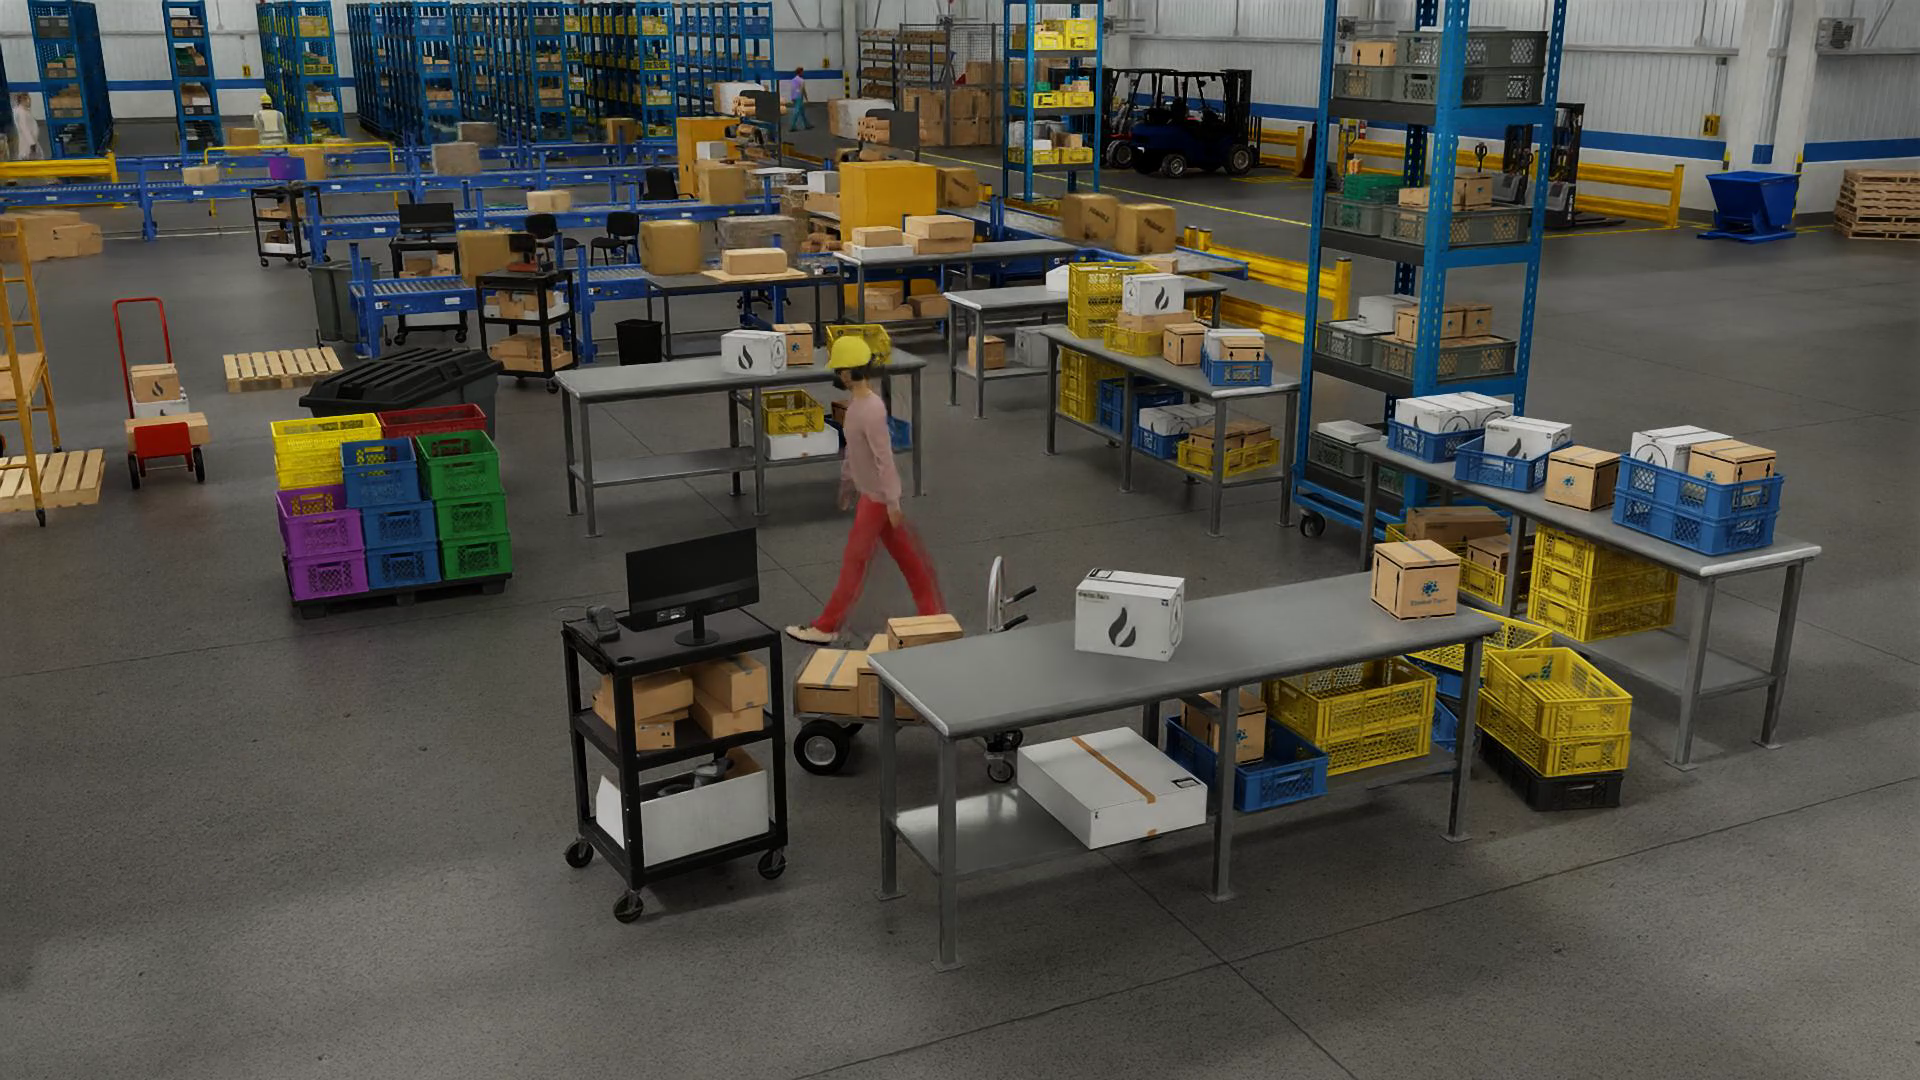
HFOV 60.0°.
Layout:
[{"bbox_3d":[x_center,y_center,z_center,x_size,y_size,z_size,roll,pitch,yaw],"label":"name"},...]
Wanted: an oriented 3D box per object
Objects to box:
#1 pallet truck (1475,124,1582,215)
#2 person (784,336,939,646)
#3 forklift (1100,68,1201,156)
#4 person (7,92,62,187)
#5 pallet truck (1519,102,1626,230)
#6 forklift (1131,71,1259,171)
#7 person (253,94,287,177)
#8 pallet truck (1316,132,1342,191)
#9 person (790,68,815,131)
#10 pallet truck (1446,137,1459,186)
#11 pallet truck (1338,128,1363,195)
[{"bbox_3d":[9.707,-6.455,28.103,1.885,1.965,0.823,-7,19,-20],"label":"pallet truck"},{"bbox_3d":[-0.521,-0.254,9.017,0.916,1.708,0.533,-3,18,-11],"label":"person"},{"bbox_3d":[4.082,-9.564,37.410,2.680,1.987,1.157,-8,19,-23],"label":"forklift"},{"bbox_3d":[-18.418,-7.879,32.840,1.015,1.866,0.649,-6,18,-17],"label":"person"},{"bbox_3d":[9.972,-6.037,26.785,1.885,1.965,0.823,-9,20,-25],"label":"pallet truck"},{"bbox_3d":[4.998,-8.936,35.413,2.680,1.987,1.157,-9,20,-25],"label":"forklift"},{"bbox_3d":[-13.444,-7.757,32.478,0.601,1.830,0.404,-10,20,-30],"label":"person"},{"bbox_3d":[7.723,-7.504,32.656,1.601,1.201,0.680,-8,19,-23],"label":"pallet truck"},{"bbox_3d":[-4.614,-12.884,48.671,0.931,1.800,0.592,-9,20,-27],"label":"person"},{"bbox_3d":[9.184,-6.485,29.328,1.630,1.274,0.653,-8,19,-23],"label":"pallet truck"},{"bbox_3d":[7.845,-7.140,31.411,1.522,1.261,0.704,-9,20,-25],"label":"pallet truck"}]
